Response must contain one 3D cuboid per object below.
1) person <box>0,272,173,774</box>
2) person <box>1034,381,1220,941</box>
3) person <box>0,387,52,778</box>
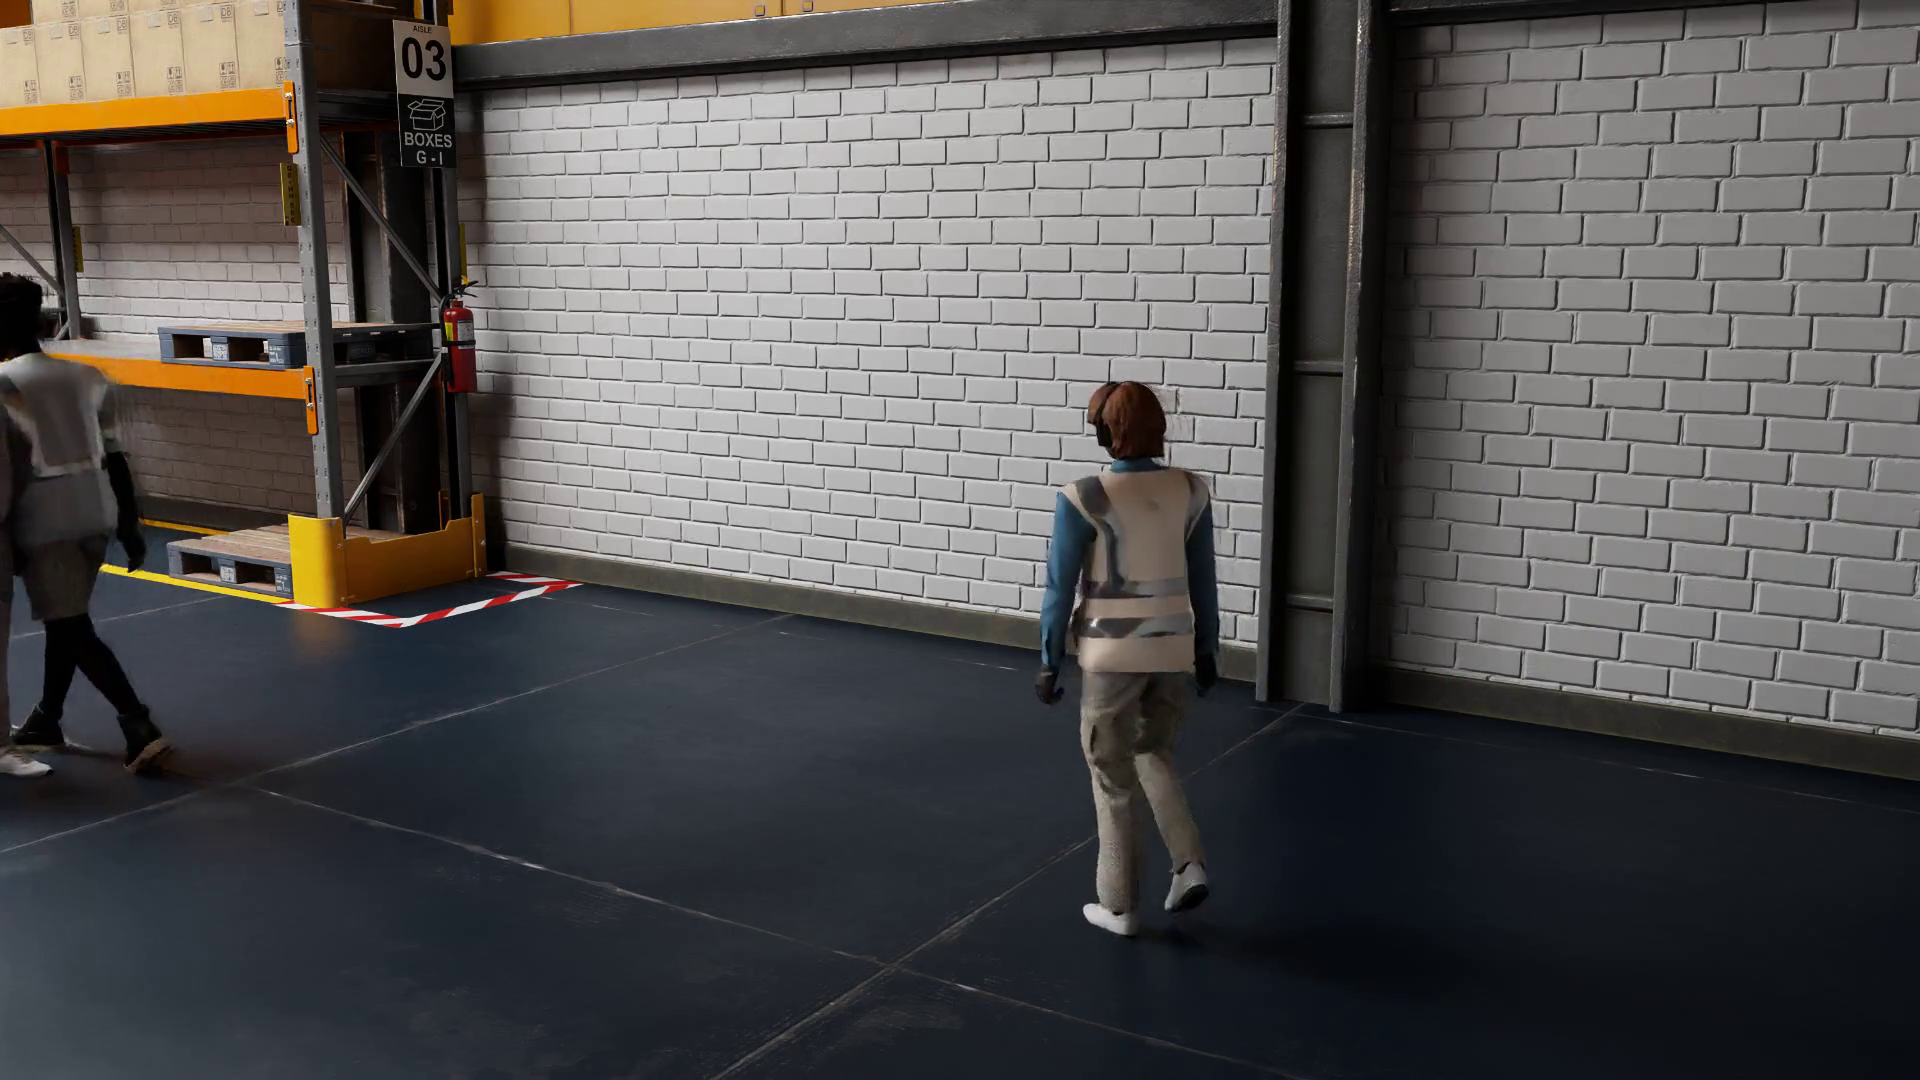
[{"bbox_3d":[-3.402,-0.061,6.335,0.974,1.920,0.621,4,11,22],"label":"person"},{"bbox_3d":[0.496,0.355,4.819,0.536,1.623,0.353,-6,12,-29],"label":"person"},{"bbox_3d":[-3.620,0.008,6.001,0.396,1.900,0.648,2,10,11],"label":"person"}]
